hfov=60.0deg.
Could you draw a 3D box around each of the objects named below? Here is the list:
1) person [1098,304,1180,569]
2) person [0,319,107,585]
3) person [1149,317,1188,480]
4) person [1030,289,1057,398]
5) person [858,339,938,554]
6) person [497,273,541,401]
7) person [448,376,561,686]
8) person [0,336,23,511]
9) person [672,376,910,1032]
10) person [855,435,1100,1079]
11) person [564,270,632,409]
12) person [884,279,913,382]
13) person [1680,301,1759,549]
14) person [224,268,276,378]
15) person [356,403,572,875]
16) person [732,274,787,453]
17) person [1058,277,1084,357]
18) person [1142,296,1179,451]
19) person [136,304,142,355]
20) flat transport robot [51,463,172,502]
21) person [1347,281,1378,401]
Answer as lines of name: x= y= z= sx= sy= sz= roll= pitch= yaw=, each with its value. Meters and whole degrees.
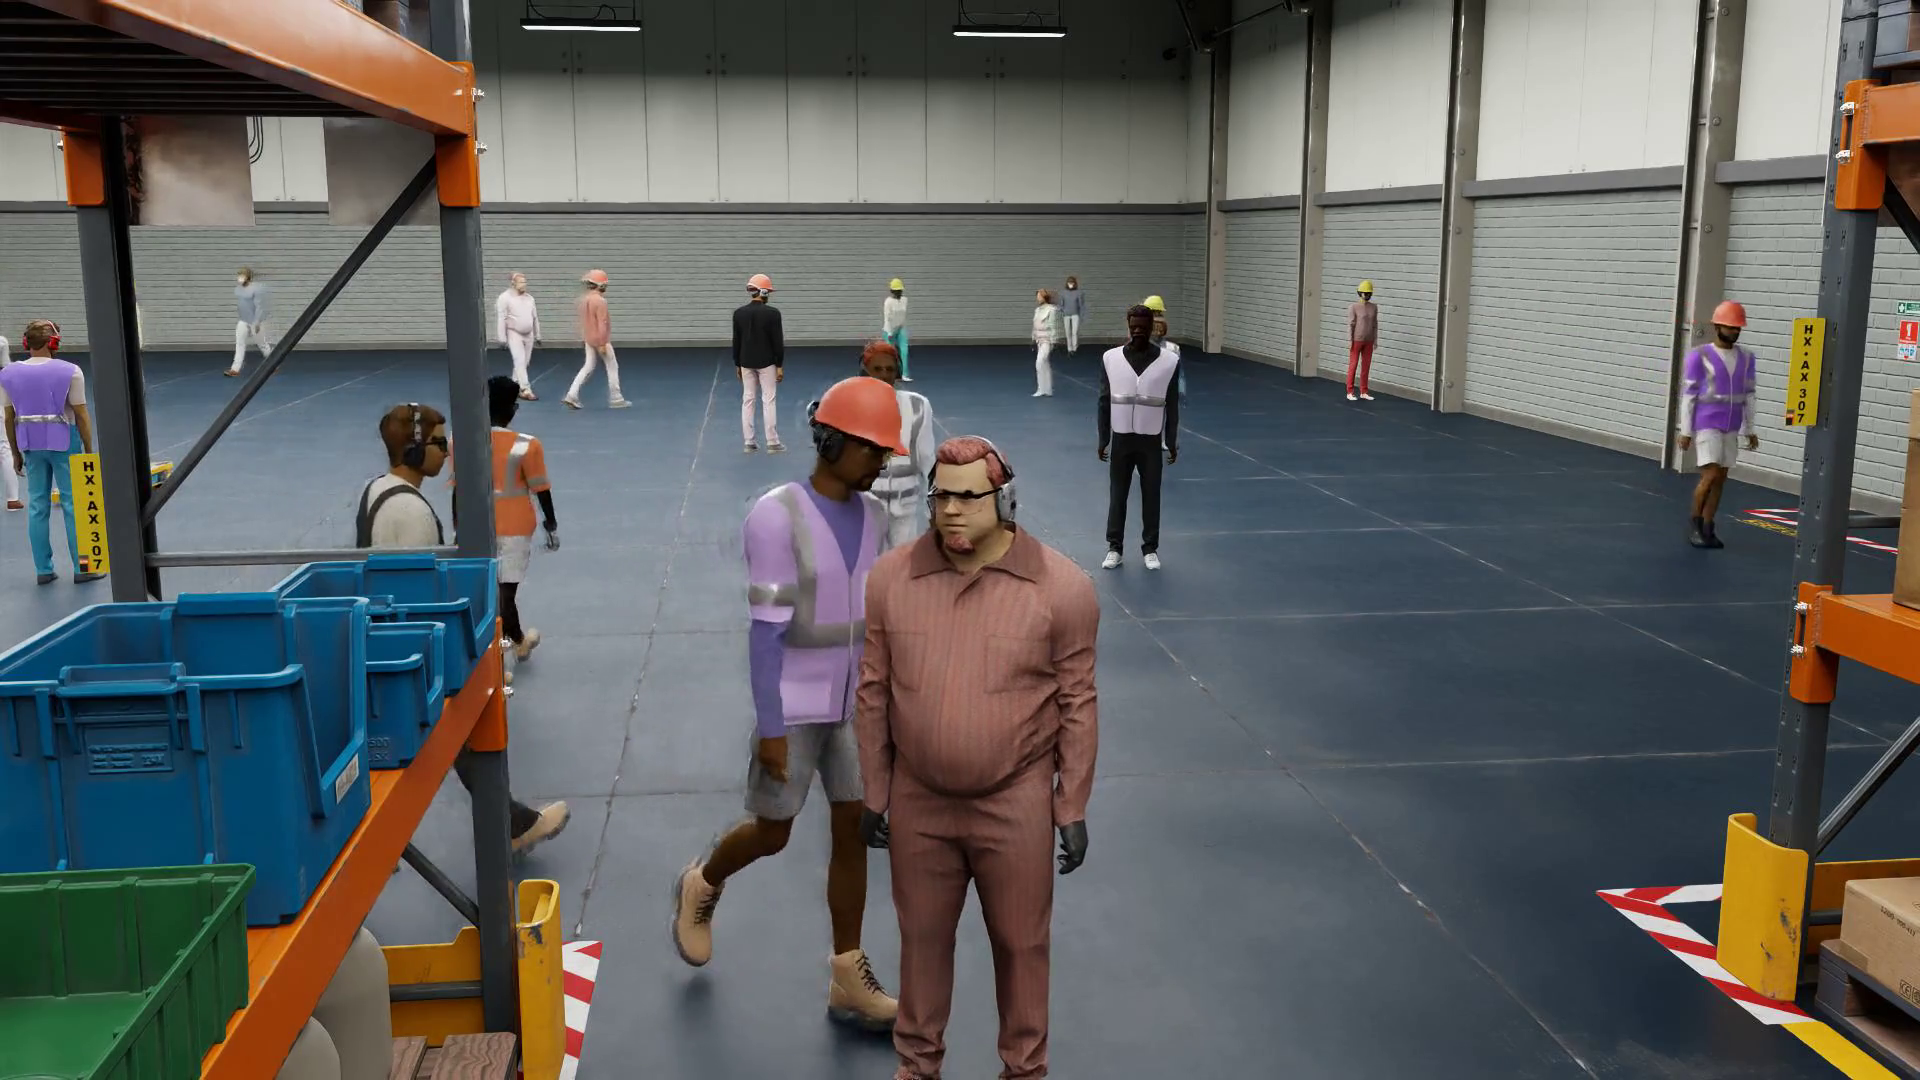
person: x=1.294 y=-0.746 z=12.093 sx=0.587 sy=1.920 sz=0.391 roll=2 pitch=10 yaw=8
person: x=-6.291 y=-0.598 z=11.507 sx=0.563 sy=1.838 sz=0.390 roll=-1 pitch=10 yaw=-4
person: x=1.980 y=-1.380 z=16.405 sx=0.532 sy=1.604 sz=0.774 roll=-3 pitch=11 yaw=-17
person: x=1.186 y=-2.936 z=24.890 sx=0.560 sy=1.620 sz=0.541 roll=-5 pitch=11 yaw=-25
person: x=-0.436 y=-0.181 z=9.154 sx=0.599 sy=1.862 sz=0.699 roll=-3 pitch=11 yaw=-17
person: x=-6.518 y=-3.020 z=24.686 sx=0.817 sy=1.878 sz=0.662 roll=7 pitch=13 yaw=35
person: x=-2.440 y=-0.065 z=9.059 sx=0.554 sy=1.650 sz=0.847 roll=3 pitch=11 yaw=14
person: x=-8.528 y=-1.163 z=14.513 sx=0.521 sy=1.873 sz=0.334 roll=-6 pitch=12 yaw=-29
person: x=-0.516 y=0.482 z=5.188 sx=0.902 sy=1.994 sz=0.665 roll=8 pitch=13 yaw=39
person: x=0.028 y=0.675 z=4.343 sx=0.645 sy=1.907 sz=0.400 roll=3 pitch=11 yaw=16
person: x=-5.111 y=-2.798 z=23.254 sx=0.973 sy=1.958 sz=0.623 roll=-9 pitch=14 yaw=-40
person: x=-1.043 y=-3.441 z=27.427 sx=0.534 sy=1.700 sz=0.792 roll=-8 pitch=13 yaw=-38
person: x=5.862 y=-0.868 z=12.781 sx=0.543 sy=1.921 sz=0.503 roll=-2 pitch=11 yaw=-11
person: x=-12.205 y=-3.726 z=28.566 sx=0.637 sy=1.879 sz=1.051 roll=4 pitch=11 yaw=22
person: x=-1.997 y=0.382 z=6.253 sx=0.967 sy=1.793 sz=0.537 roll=-8 pitch=13 yaw=-38
person: x=-2.234 y=-1.959 z=18.561 sx=0.612 sy=1.986 sz=0.401 roll=4 pitch=11 yaw=21
person: x=2.221 y=-4.482 z=33.451 sx=0.502 sy=1.594 sz=0.838 roll=3 pitch=11 yaw=15
person: x=2.207 y=-1.858 z=18.663 sx=0.750 sy=1.738 sz=0.554 roll=3 pitch=11 yaw=18
person: x=-11.898 y=-2.790 z=23.589 sx=0.602 sy=1.810 sz=0.654 roll=-1 pitch=10 yaw=-6
flat transport robot: x=-7.926 y=-0.560 z=15.595 sx=0.652 sy=0.197 sz=1.431 roll=-1 pitch=10 yaw=-4
person: x=5.940 y=-2.930 z=24.513 sx=0.522 sy=1.764 sz=0.334 roll=-5 pitch=11 yaw=-25
